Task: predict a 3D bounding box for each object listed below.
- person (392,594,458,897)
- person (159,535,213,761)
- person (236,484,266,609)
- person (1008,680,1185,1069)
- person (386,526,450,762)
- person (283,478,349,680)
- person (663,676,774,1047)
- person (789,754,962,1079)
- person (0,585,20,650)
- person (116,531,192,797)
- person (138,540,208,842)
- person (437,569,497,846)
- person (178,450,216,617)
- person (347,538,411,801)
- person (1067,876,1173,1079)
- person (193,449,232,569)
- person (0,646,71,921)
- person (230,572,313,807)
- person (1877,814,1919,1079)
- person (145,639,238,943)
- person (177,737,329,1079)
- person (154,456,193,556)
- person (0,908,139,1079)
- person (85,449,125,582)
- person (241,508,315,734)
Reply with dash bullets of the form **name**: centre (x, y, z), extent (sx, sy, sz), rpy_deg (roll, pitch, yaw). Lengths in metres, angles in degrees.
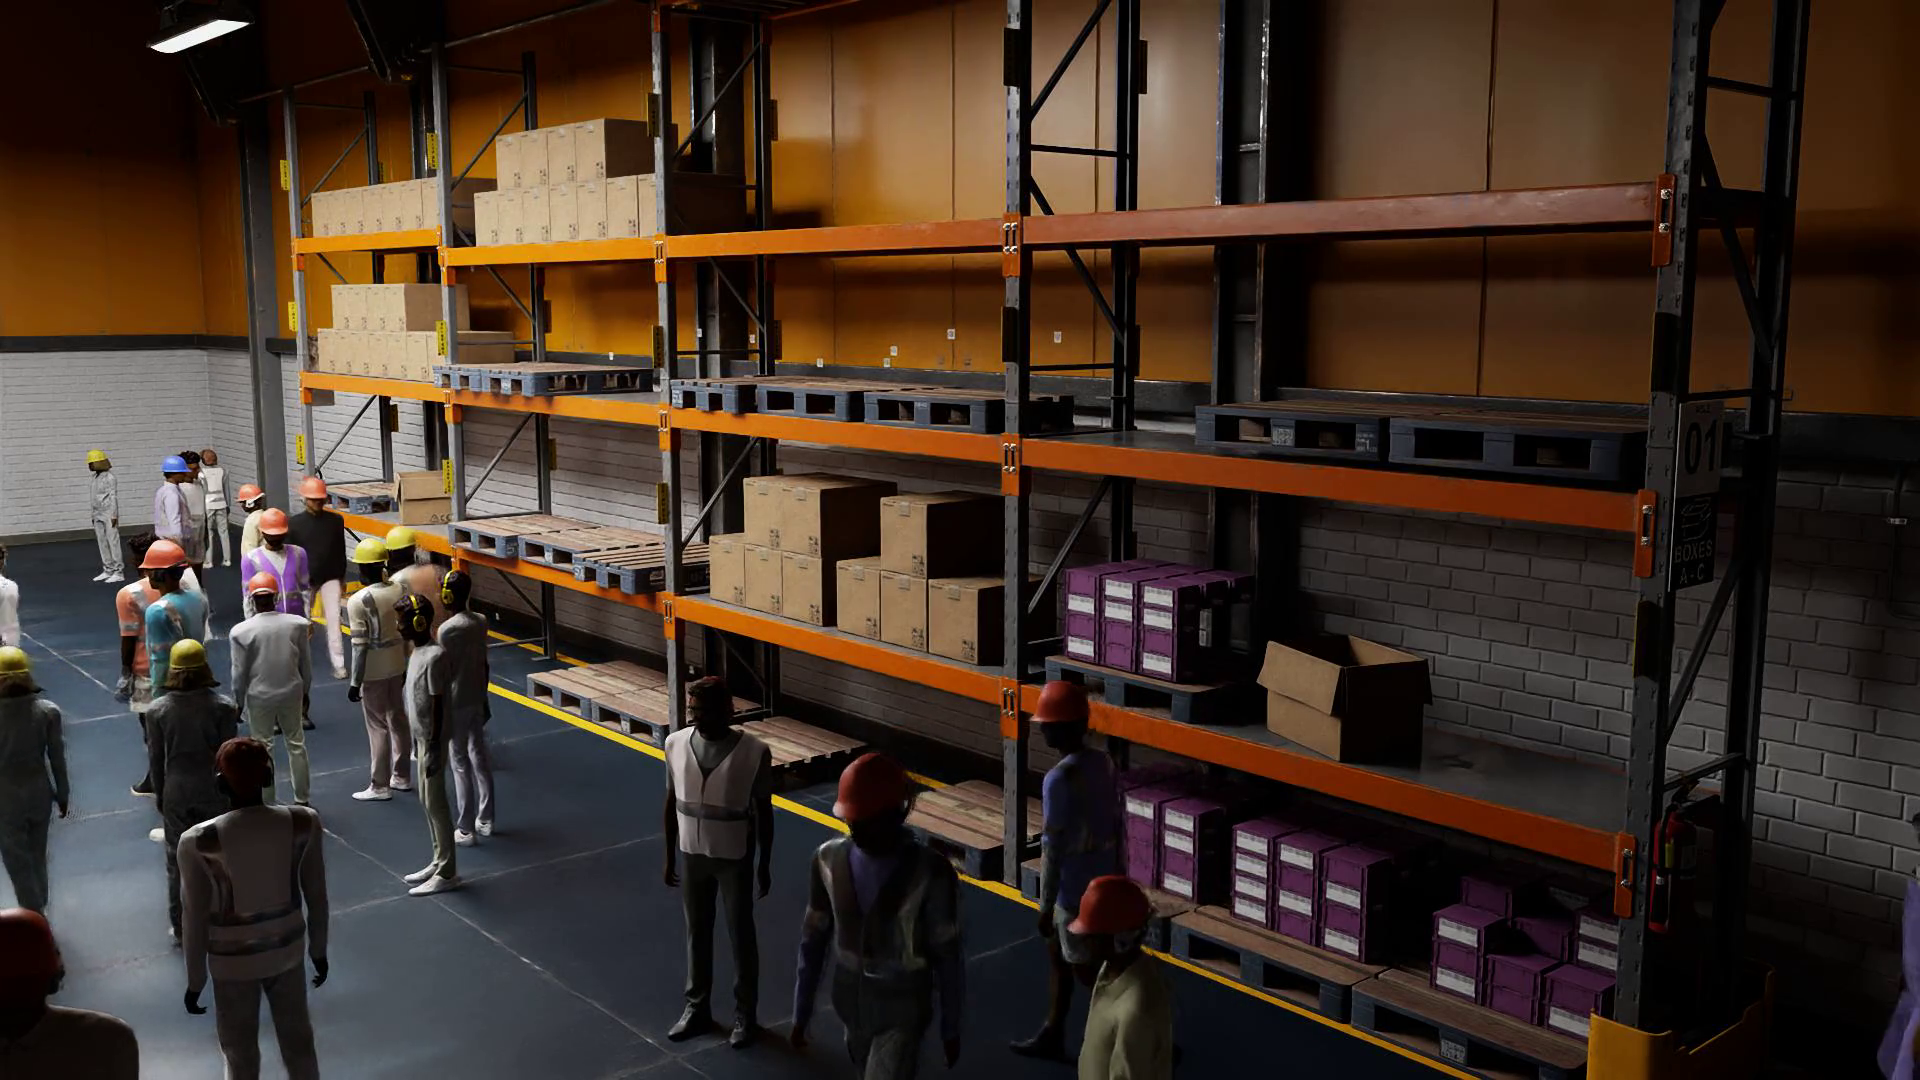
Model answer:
- **person**: centre (-3.307, 1.254, 10.288), extent (0.351, 1.856, 0.518), rpy_deg (-5, 9, -30)
- **person**: centre (-6.212, 0.860, 13.147), extent (0.595, 1.809, 0.584), rpy_deg (0, 8, 1)
- **person**: centre (-7.373, 0.284, 17.423), extent (0.354, 1.737, 0.576), rpy_deg (-1, 8, -7)
- **person**: centre (0.645, 1.605, 7.741), extent (0.885, 1.901, 0.552), rpy_deg (4, 9, 28)
- **person**: centre (-4.212, 0.829, 13.061), extent (0.615, 1.900, 0.608), rpy_deg (4, 9, 26)
- **person**: centre (-6.317, 0.347, 16.258), extent (0.640, 1.954, 1.011), rpy_deg (-6, 10, -38)
- **person**: centre (-1.185, 1.560, 8.189), extent (0.570, 1.840, 0.375), rpy_deg (2, 9, 16)
- **person**: centre (-0.309, 1.761, 6.291), extent (0.630, 1.994, 1.061), rpy_deg (5, 9, 29)
- **person**: centre (-7.334, 0.945, 12.209), extent (0.787, 1.919, 0.581), rpy_deg (-7, 11, -40)
- **person**: centre (-5.939, 0.909, 12.289), extent (0.364, 1.964, 0.605), rpy_deg (3, 9, 23)
- **person**: centre (-5.331, 1.016, 11.279), extent (0.374, 2.043, 0.611), rpy_deg (0, 8, 2)
- **person**: centre (-3.345, 1.120, 11.197), extent (0.311, 1.860, 0.500), rpy_deg (2, 9, 16)
- **person**: centre (-8.803, -0.050, 19.014), extent (0.381, 1.958, 0.598), rpy_deg (2, 8, 15)
- **person**: centre (-4.255, 0.945, 12.168), extent (0.366, 1.927, 0.588), rpy_deg (3, 9, 20)
- **person**: centre (0.477, 1.983, 5.688), extent (0.795, 1.706, 0.576), rpy_deg (-1, 8, -6)
- **person**: centre (-10.202, -0.423, 22.707), extent (0.312, 1.632, 0.519), rpy_deg (6, 10, 38)
- **person**: centre (-5.355, 1.446, 9.385), extent (0.675, 1.722, 0.490), rpy_deg (6, 10, 37)
- **person**: centre (-4.870, 1.093, 11.767), extent (0.561, 1.744, 0.338), rpy_deg (-7, 11, -41)
- **person**: centre (3.838, 1.815, 6.525), extent (0.524, 1.818, 0.594), rpy_deg (3, 9, 23)
- **person**: centre (-4.365, 1.425, 9.512), extent (0.492, 1.737, 0.341), rpy_deg (-2, 8, -14)
- **person**: centre (-2.885, 1.733, 6.835), extent (0.584, 1.882, 0.337), rpy_deg (-7, 11, -40)
- **person**: centre (-8.680, 0.036, 18.418), extent (0.405, 1.945, 0.615), rpy_deg (-5, 10, -32)
- **person**: centre (-2.628, 1.991, 4.713), extent (0.620, 1.985, 0.410), rpy_deg (-3, 9, -22)
- **person**: centre (-11.137, -0.315, 21.610), extent (0.490, 1.733, 0.318), rpy_deg (4, 9, 28)
- **person**: centre (-5.735, 0.682, 14.025), extent (0.548, 1.924, 0.387), rpy_deg (-7, 11, -40)
